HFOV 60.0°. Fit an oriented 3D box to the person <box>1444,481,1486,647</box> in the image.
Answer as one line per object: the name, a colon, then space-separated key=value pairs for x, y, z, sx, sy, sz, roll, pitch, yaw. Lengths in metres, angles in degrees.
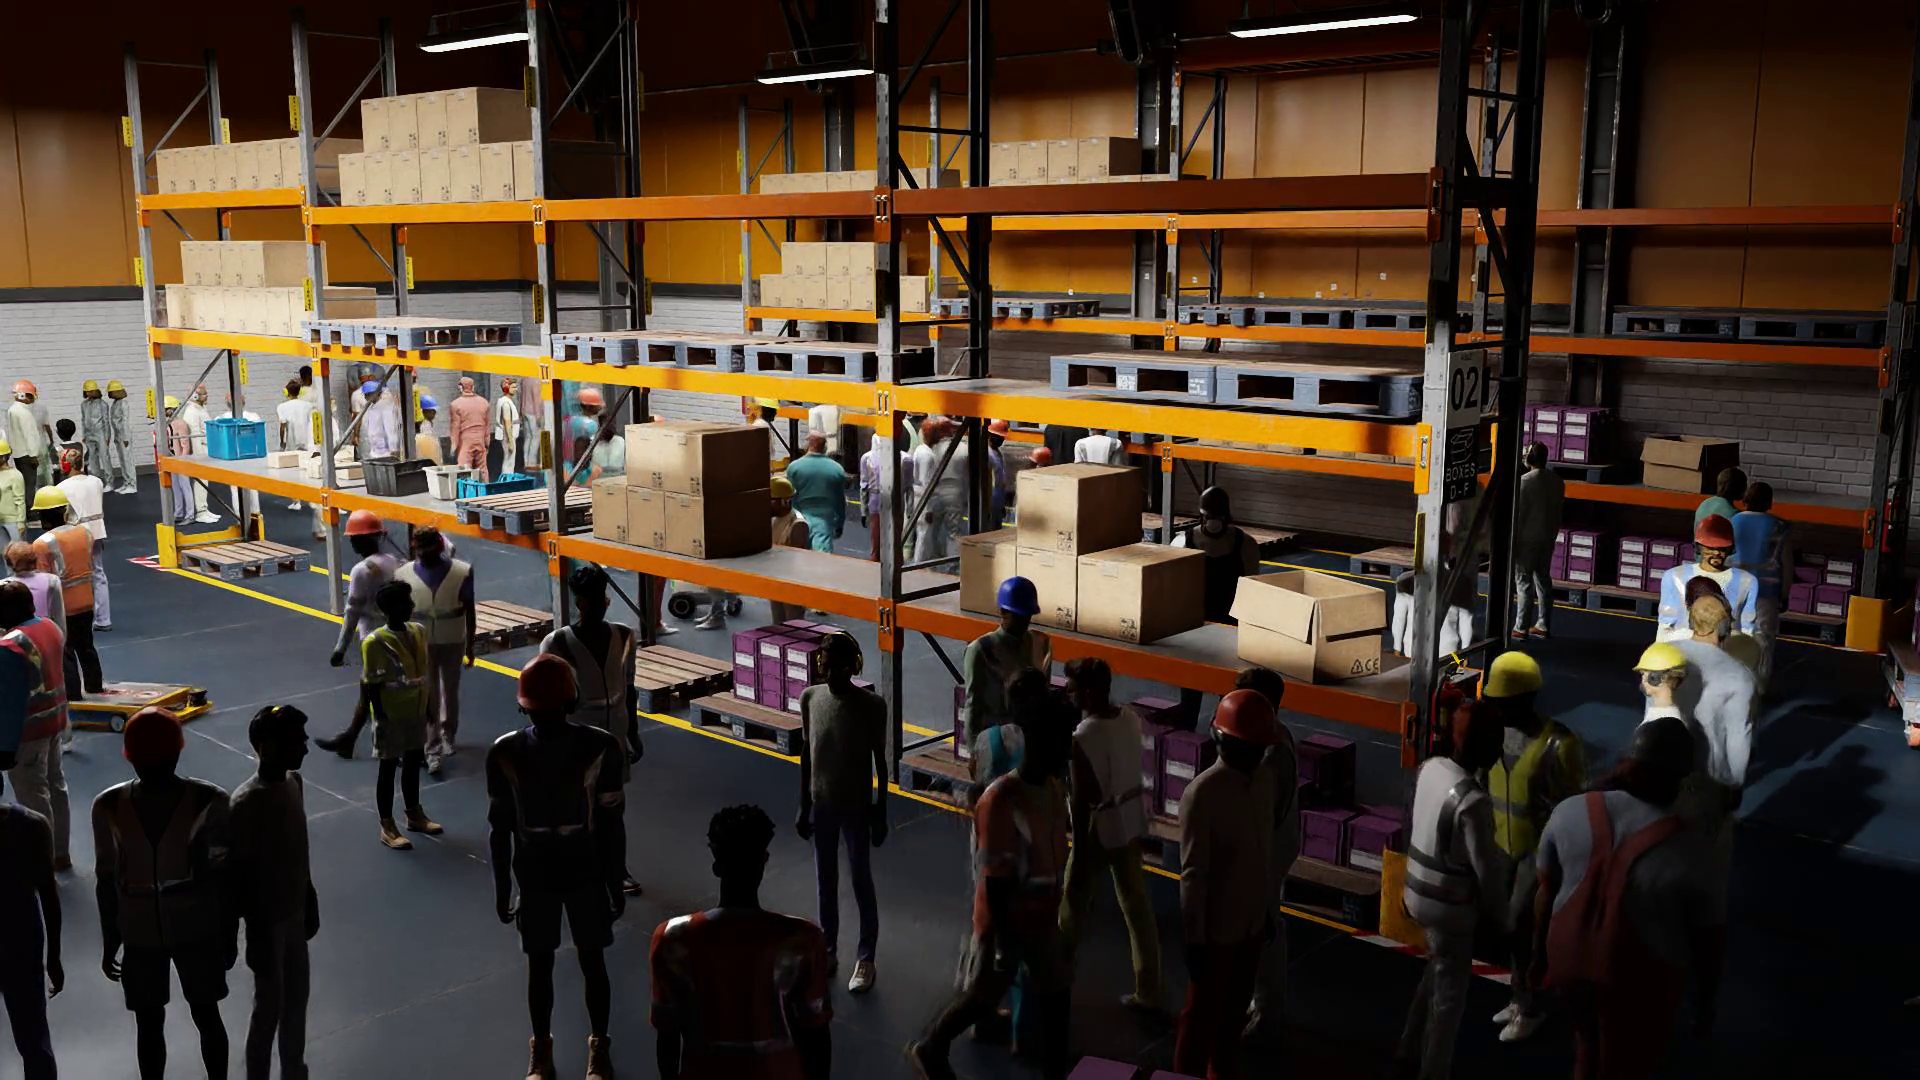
person: x=4.789 y=0.094 z=15.810 sx=0.441 sy=1.827 sz=0.791 roll=9 pitch=13 yaw=41

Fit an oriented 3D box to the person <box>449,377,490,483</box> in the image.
person: x=-7.065 y=-1.391 z=23.938 sx=0.400 sy=1.907 sz=0.644 roll=9 pitch=13 yaw=40

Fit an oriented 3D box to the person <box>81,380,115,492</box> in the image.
person: x=-13.299 y=-1.594 z=25.584 sx=0.486 sy=1.737 sz=0.319 roll=3 pitch=10 yaw=15

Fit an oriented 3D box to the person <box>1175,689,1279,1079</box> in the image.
person: x=1.131 y=1.578 z=6.904 sx=0.393 sy=1.990 sz=0.616 roll=9 pitch=13 yaw=41

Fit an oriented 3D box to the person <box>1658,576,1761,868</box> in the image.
person: x=4.325 y=1.130 z=9.765 sx=0.625 sy=1.867 sz=0.952 roll=1 pitch=10 yaw=4

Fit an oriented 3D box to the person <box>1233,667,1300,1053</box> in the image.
person: x=1.425 y=1.493 z=7.833 sx=0.336 sy=1.839 sz=0.509 roll=3 pitch=10 yaw=15

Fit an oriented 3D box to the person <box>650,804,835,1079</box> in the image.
person: x=-0.713 y=1.832 z=5.546 sx=0.602 sy=1.966 sz=0.368 roll=0 pitch=10 yaw=1

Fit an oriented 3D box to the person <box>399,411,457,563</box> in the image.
person: x=-6.319 y=-0.622 z=19.631 sx=0.828 sy=1.900 sz=0.590 roll=3 pitch=11 yaw=18

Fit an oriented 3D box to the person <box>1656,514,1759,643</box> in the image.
person: x=4.905 y=0.836 z=10.956 sx=0.607 sy=2.044 sz=0.374 roll=2 pitch=10 yaw=10

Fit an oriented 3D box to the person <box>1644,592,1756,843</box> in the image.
person: x=3.984 y=1.236 z=9.038 sx=0.379 sy=1.932 sz=0.623 roll=-7 pitch=12 yaw=-34

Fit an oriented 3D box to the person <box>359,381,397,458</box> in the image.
person: x=-8.066 y=-1.305 z=23.470 sx=0.637 sy=1.911 sz=0.695 roll=9 pitch=14 yaw=43

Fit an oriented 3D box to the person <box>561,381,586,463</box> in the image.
person: x=-6.761 y=-2.270 z=28.831 sx=0.613 sy=1.941 sz=0.404 roll=0 pitch=10 yaw=1

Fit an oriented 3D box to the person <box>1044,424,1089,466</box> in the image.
person: x=1.315 y=-0.787 z=20.271 sx=0.618 sy=1.993 sz=0.396 roll=5 pitch=11 yaw=27

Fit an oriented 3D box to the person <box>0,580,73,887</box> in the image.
person: x=-5.523 y=1.139 z=9.835 sx=0.429 sy=1.839 sz=0.623 roll=-1 pitch=10 yaw=-7

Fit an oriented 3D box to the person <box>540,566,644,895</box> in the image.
person: x=-2.106 y=1.117 z=9.585 sx=0.607 sy=1.966 sz=0.367 roll=-9 pitch=13 yaw=-40

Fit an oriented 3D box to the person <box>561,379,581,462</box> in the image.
person: x=-6.495 y=-2.124 z=27.838 sx=0.402 sy=1.990 sz=0.622 roll=-2 pitch=10 yaw=-13

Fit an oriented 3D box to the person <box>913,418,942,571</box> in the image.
person: x=-0.376 y=-0.408 z=18.453 sx=0.343 sy=1.883 sz=0.592 roll=-1 pitch=10 yaw=-4

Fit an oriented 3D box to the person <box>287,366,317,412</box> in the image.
person: x=-10.258 y=-1.781 z=26.112 sx=0.617 sy=1.923 sz=0.988 roll=1 pitch=10 yaw=7

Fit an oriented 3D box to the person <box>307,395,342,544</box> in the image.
person: x=-8.110 y=-0.919 z=21.204 sx=0.392 sy=1.928 sz=0.730 roll=-6 pitch=12 yaw=-30

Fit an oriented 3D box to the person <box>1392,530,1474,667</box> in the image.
person: x=3.450 y=0.770 z=12.151 sx=0.570 sy=1.749 sz=0.342 roll=3 pitch=11 yaw=18

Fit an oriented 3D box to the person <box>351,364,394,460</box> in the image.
person: x=-8.826 y=-1.619 z=24.843 sx=0.535 sy=2.000 sz=0.673 roll=7 pitch=12 yaw=34

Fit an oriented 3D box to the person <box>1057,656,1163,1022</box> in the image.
person: x=0.634 y=1.441 z=8.190 sx=0.892 sy=1.801 sz=0.653 roll=9 pitch=13 yaw=41

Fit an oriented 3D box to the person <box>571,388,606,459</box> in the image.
person: x=-4.678 y=-0.899 z=20.857 sx=0.495 sy=2.015 sz=0.646 roll=-7 pitch=12 yaw=-35

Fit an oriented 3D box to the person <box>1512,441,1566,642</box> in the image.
person: x=5.503 y=0.014 z=15.943 sx=0.623 sy=1.932 sz=0.368 roll=-6 pitch=11 yaw=-29

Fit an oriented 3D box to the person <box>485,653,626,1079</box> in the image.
person: x=-1.768 y=1.486 z=7.329 sx=0.602 sy=2.035 sz=0.408 roll=-1 pitch=10 yaw=-6

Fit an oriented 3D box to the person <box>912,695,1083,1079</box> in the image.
person: x=0.200 y=1.582 z=7.093 sx=0.960 sy=1.923 sz=0.622 roll=8 pitch=13 yaw=40

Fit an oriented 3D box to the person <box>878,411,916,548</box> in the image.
person: x=-0.745 y=-0.858 z=20.838 sx=0.551 sy=1.933 sz=0.373 roll=-1 pitch=10 yaw=-4

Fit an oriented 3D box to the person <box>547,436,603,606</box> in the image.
person: x=-3.927 y=-0.142 z=17.042 sx=0.970 sy=1.843 sz=0.601 roll=9 pitch=13 yaw=42

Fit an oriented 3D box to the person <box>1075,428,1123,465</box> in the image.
person: x=1.608 y=-0.546 z=19.216 sx=0.572 sy=1.886 sz=0.355 roll=2 pitch=10 yaw=11

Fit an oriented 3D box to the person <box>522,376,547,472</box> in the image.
person: x=-7.149 y=-2.093 z=27.910 sx=0.410 sy=1.914 sz=0.656 roll=-7 pitch=12 yaw=-35

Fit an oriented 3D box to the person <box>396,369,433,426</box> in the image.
person: x=-9.259 y=-2.069 z=28.227 sx=0.587 sy=1.738 sz=0.405 roll=-5 pitch=11 yaw=-26

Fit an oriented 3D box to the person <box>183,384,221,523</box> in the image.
person: x=-10.390 y=-1.193 z=22.818 sx=0.406 sy=1.906 sz=0.654 roll=-3 pitch=11 yaw=-18

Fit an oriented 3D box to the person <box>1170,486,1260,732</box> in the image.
person: x=1.879 y=0.588 z=12.365 sx=0.684 sy=2.000 sz=0.535 roll=1 pitch=10 yaw=6

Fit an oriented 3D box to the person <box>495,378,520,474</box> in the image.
person: x=-6.683 y=-1.477 z=24.592 sx=0.375 sy=1.843 sz=0.575 roll=-3 pitch=11 yaw=-18

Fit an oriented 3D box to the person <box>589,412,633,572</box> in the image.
person: x=-4.056 y=-0.537 z=19.207 sx=0.589 sy=1.867 sz=0.973 roll=-6 pitch=12 yaw=-31

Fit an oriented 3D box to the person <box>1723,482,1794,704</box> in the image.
person: x=6.570 y=0.432 z=13.809 sx=0.619 sy=1.845 sz=0.430 roll=7 pitch=12 yaw=33

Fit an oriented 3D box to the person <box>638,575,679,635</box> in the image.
person: x=-2.975 y=-0.013 z=16.155 sx=0.410 sy=1.906 sz=0.602 roll=-7 pitch=12 yaw=-35
